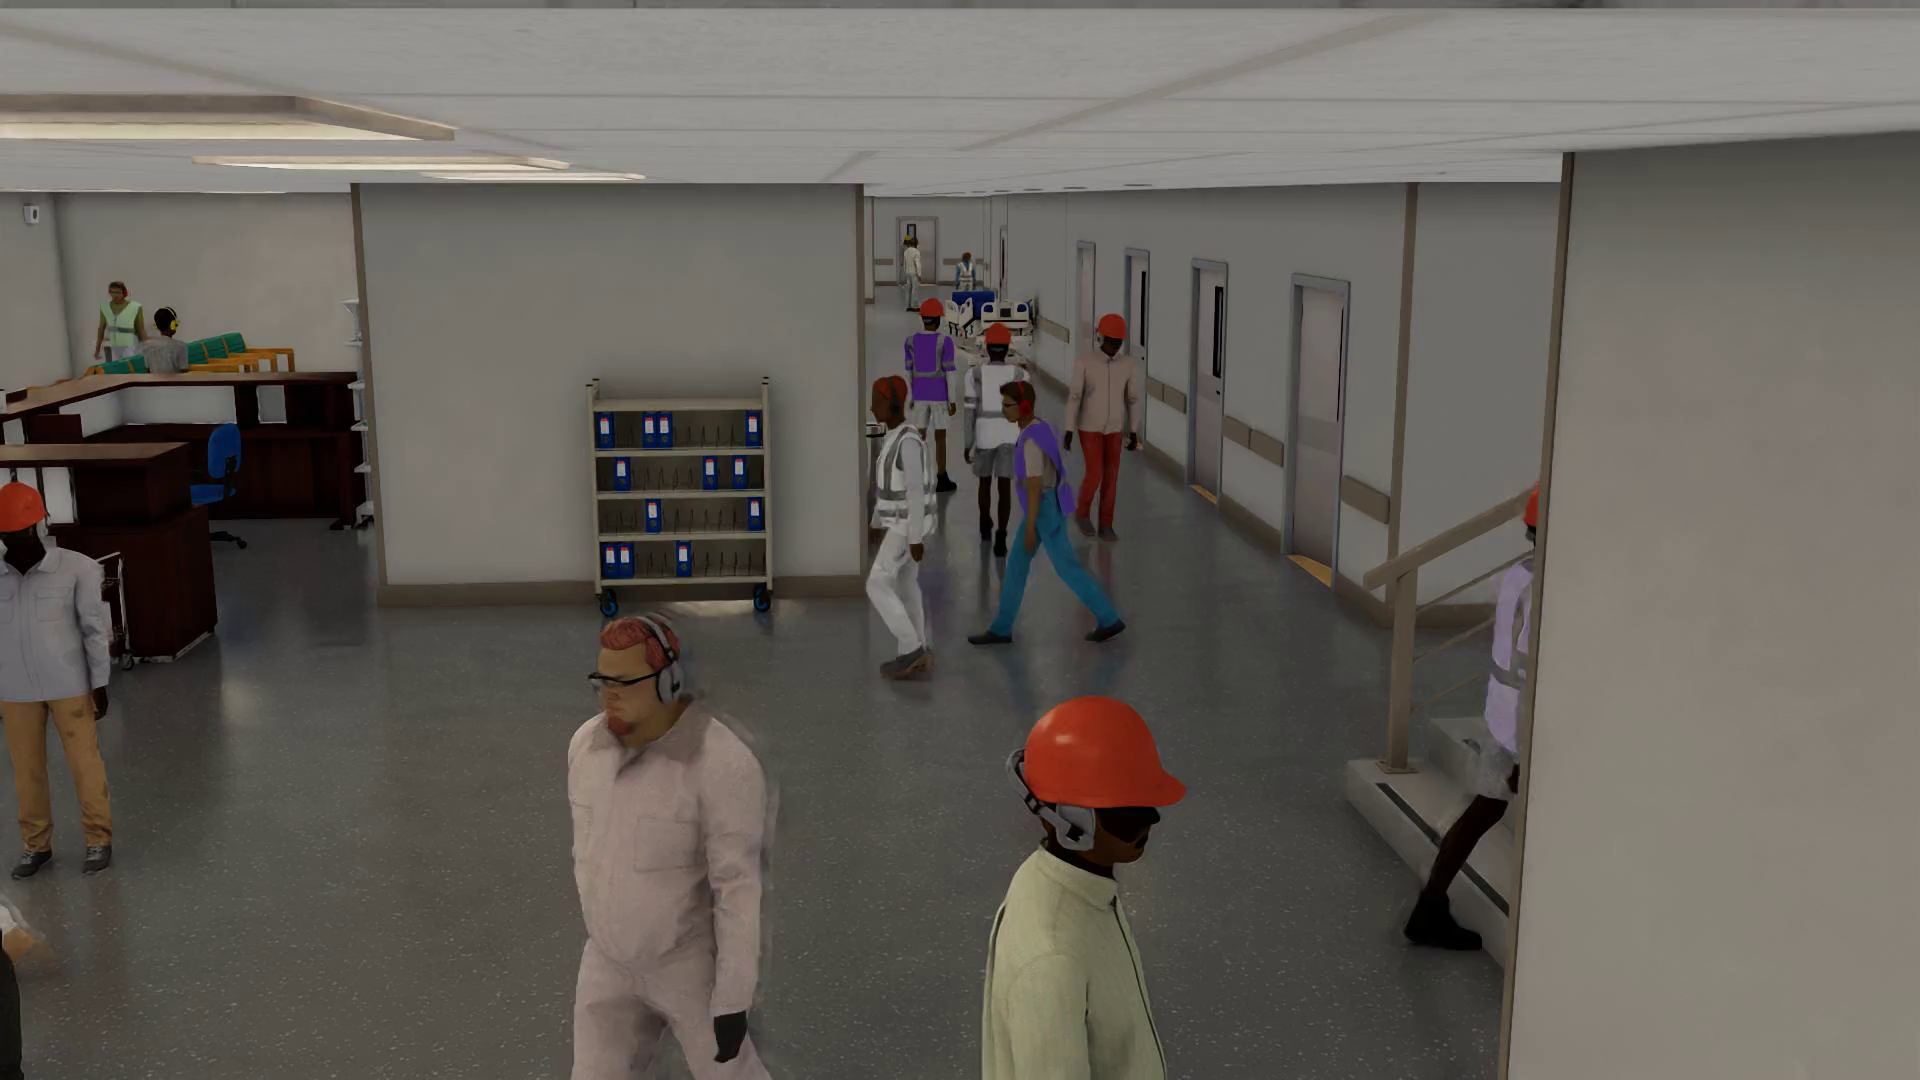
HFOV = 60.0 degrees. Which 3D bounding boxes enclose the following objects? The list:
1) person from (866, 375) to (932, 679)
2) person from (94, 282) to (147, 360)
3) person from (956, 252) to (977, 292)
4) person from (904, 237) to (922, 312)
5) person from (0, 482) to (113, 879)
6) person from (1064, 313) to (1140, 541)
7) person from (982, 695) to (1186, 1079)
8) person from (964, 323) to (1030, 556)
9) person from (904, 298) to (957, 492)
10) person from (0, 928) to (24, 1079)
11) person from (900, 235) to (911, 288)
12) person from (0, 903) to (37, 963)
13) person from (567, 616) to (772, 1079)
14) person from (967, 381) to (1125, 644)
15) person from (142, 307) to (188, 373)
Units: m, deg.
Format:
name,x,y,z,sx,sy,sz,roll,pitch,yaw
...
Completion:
name,x,y,z,sx,sy,sz,roll,pitch,yaw
person,-0.385,-0.075,10.149,0.445,1.865,0.570,-1,12,-5
person,-11.440,-2.601,22.630,0.628,1.804,0.804,1,12,6
person,0.158,-6.324,41.256,0.536,1.625,0.370,-5,12,-21
person,-1.221,-6.946,43.552,0.354,1.938,0.636,-9,15,-38
person,-3.943,0.608,7.129,0.559,1.743,0.359,-3,12,-12
person,1.223,-0.943,14.148,0.681,1.966,0.488,-5,12,-21
person,0.231,1.267,3.281,0.381,1.994,0.619,1,12,6
person,0.318,-0.866,13.973,0.574,1.884,0.977,0,12,1
person,-0.282,-1.448,16.688,0.544,1.939,0.354,5,13,23
person,-3.204,0.952,5.183,0.504,1.847,0.344,5,13,25
person,-1.752,-9.220,55.147,0.492,1.742,0.323,-8,14,-34
person,-3.961,0.781,6.149,0.964,1.808,0.616,-2,12,-8
person,-0.764,1.095,4.463,0.654,1.867,0.972,6,13,27
person,0.601,-0.164,10.865,1.019,1.770,0.582,-1,12,-4
person,-7.851,-1.376,16.550,0.506,1.861,0.329,2,12,10
